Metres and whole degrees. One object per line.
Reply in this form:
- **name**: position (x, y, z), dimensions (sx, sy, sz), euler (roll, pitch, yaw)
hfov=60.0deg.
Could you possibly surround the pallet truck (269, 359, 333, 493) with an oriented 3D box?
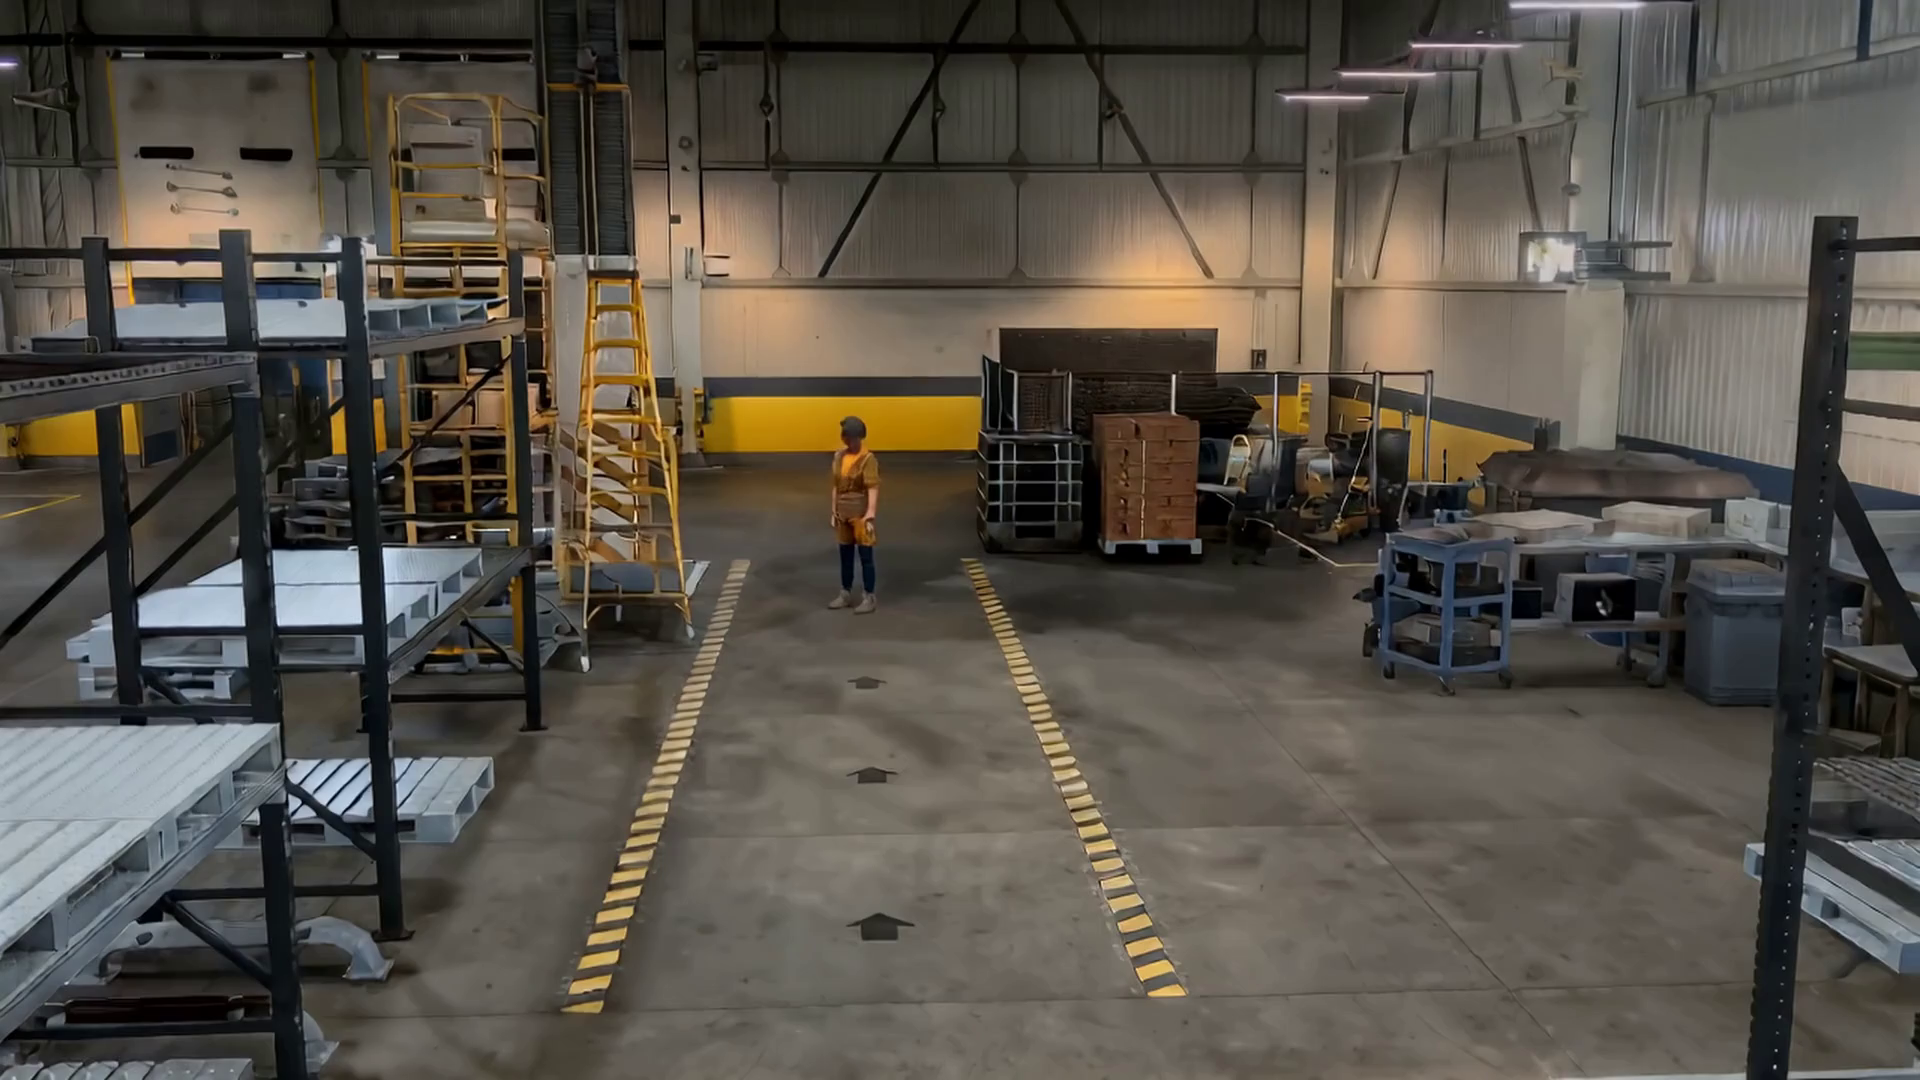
- **pallet truck**: position (-7.062, -1.131, 18.996), dimensions (1.885, 1.965, 0.823), euler (2, 9, 13)

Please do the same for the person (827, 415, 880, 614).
- **person**: position (-0.910, -0.219, 14.202), dimensions (0.535, 1.699, 0.318), euler (8, 12, 40)
